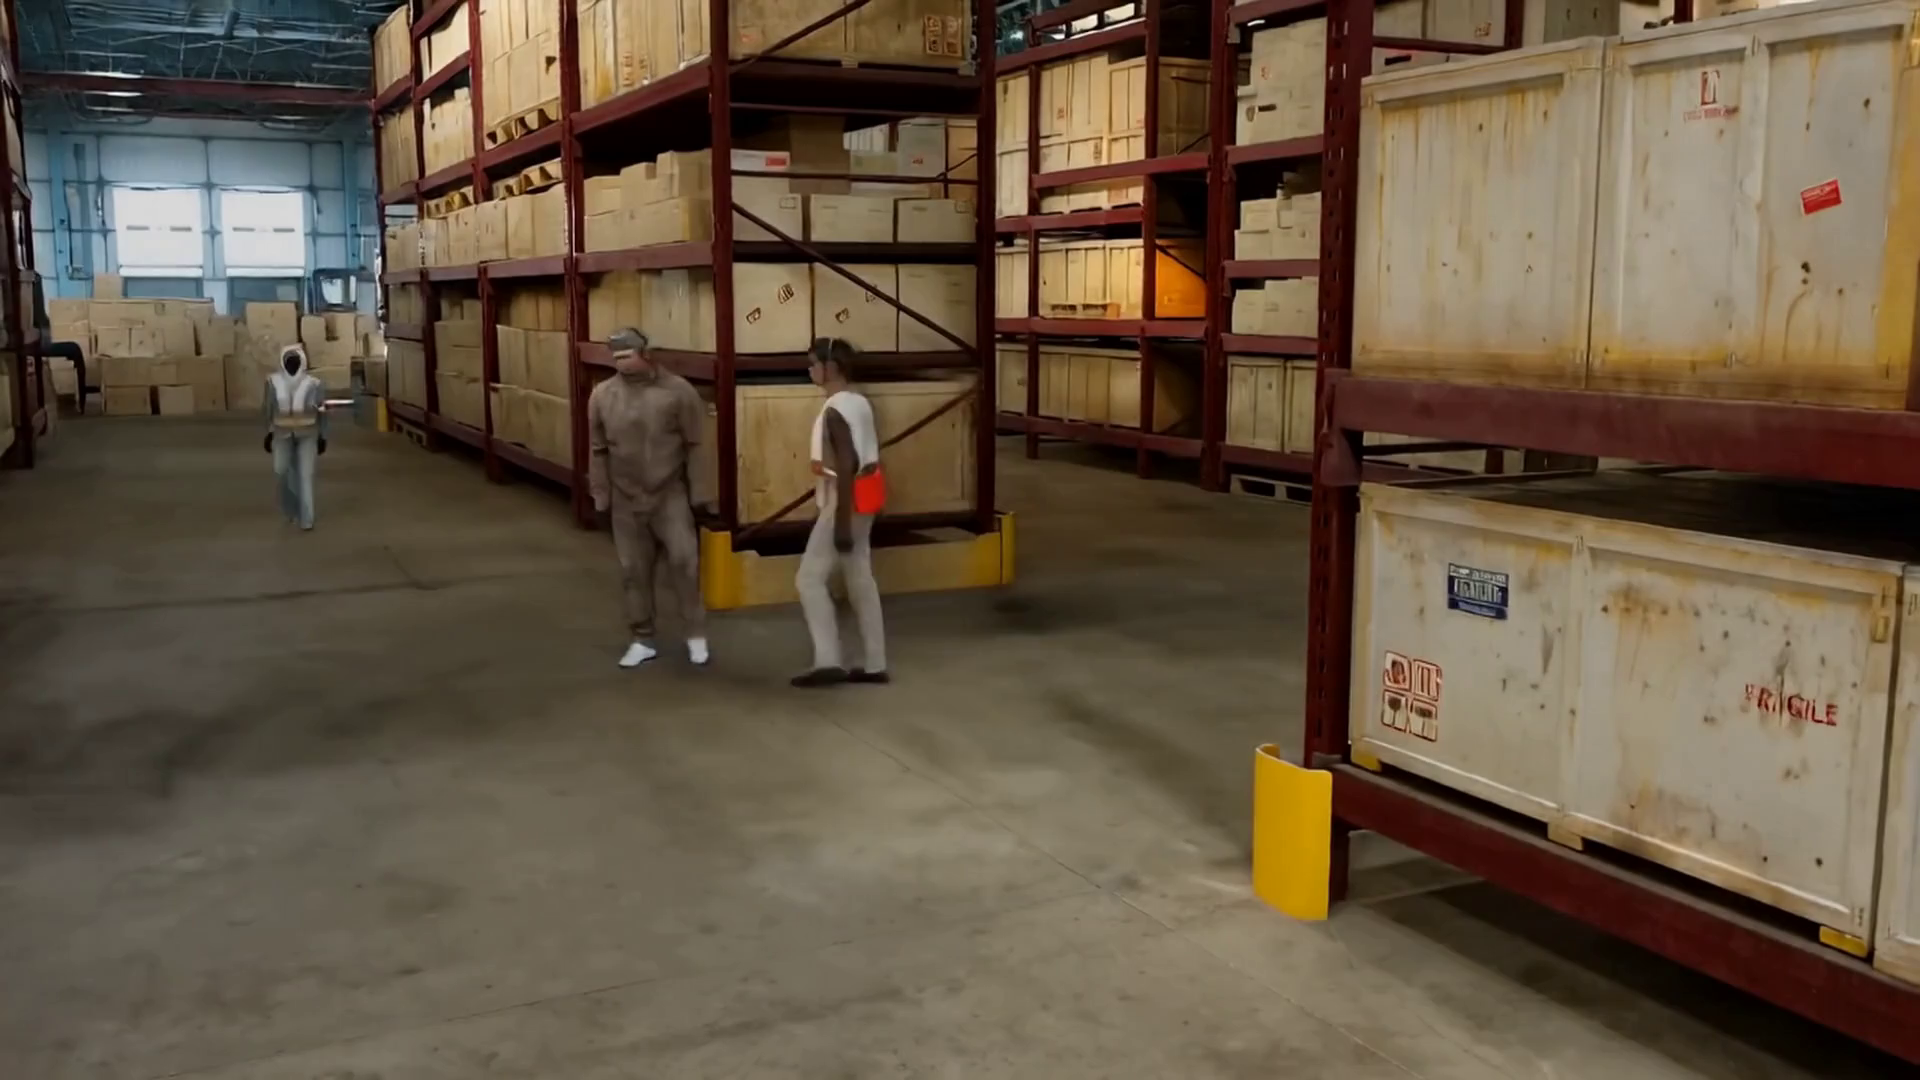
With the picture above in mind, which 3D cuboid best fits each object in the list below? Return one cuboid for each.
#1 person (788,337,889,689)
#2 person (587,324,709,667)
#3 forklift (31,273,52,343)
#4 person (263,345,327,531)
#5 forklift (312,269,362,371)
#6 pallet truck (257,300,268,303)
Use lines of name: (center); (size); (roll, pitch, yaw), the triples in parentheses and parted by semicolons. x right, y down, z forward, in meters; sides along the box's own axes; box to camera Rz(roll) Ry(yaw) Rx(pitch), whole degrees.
person: (-0.669, -0.134, 8.642); (0.649, 1.825, 0.566); (1, 8, 10)
person: (-1.707, -0.230, 9.087); (0.672, 1.888, 0.427); (1, 8, 9)
forklift: (-28.341, -6.758, 50.689); (1.873, 2.768, 1.129); (4, 9, 24)
person: (-5.792, -0.887, 14.505); (0.533, 1.622, 0.368); (-2, 8, -12)
forklift: (-17.230, -6.040, 45.740); (1.129, 2.768, 1.873); (-5, 10, -33)
pallet truck: (-23.913, -7.404, 58.171); (1.885, 1.965, 0.823); (-1, 8, -9)
